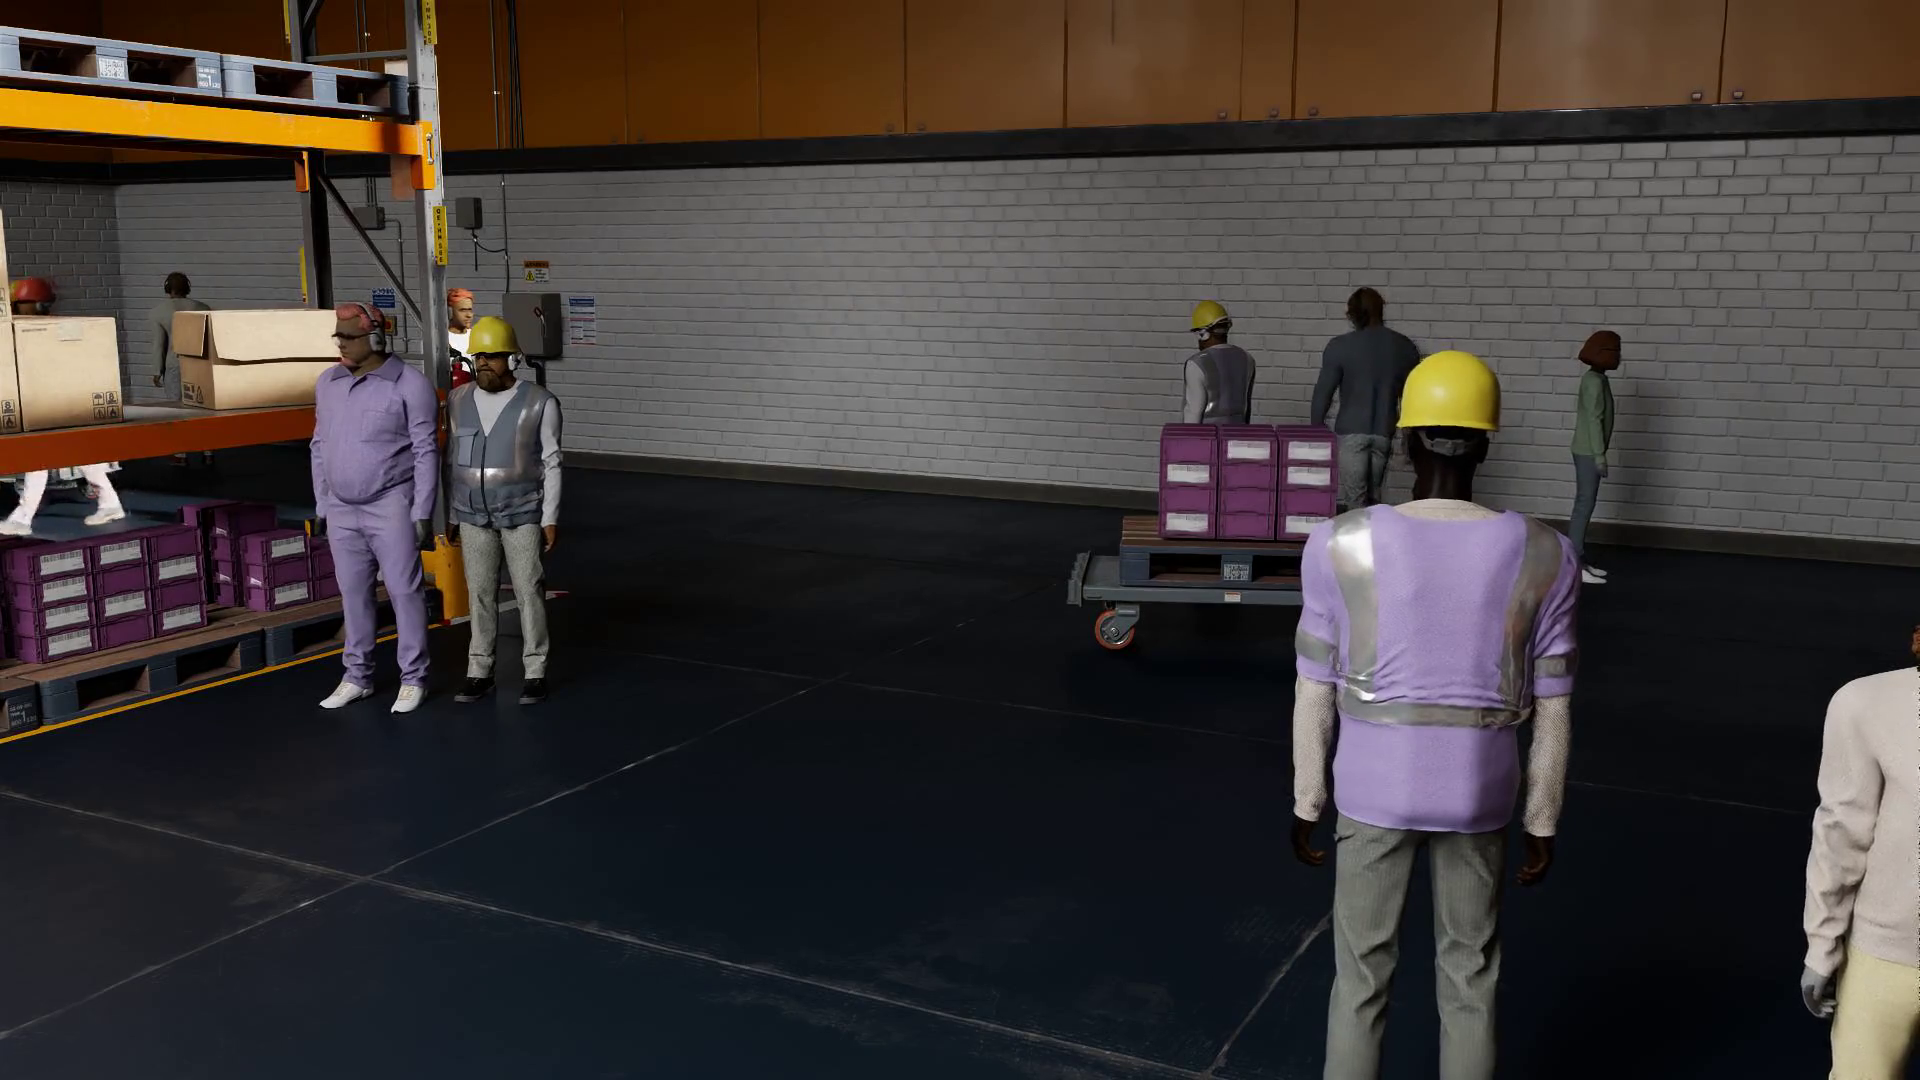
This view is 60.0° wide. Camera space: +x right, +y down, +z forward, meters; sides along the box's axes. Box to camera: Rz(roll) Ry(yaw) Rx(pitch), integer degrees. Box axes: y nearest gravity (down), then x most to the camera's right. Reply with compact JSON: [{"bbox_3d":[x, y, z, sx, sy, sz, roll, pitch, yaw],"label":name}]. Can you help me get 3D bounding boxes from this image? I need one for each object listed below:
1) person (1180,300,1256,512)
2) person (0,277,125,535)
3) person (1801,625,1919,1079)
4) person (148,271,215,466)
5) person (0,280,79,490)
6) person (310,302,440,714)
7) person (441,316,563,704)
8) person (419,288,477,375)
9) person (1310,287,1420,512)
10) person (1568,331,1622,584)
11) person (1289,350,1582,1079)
[{"bbox_3d":[1.622,-0.623,10.712,0.588,1.823,0.403,-8,13,-38],"label":"person"},{"bbox_3d":[-6.957,-1.031,12.736,1.034,1.946,0.603,-9,13,-43],"label":"person"},{"bbox_3d":[1.835,0.796,3.083,0.501,1.629,0.284,4,10,20],"label":"person"},{"bbox_3d":[-7.753,-1.704,16.635,0.627,1.941,0.371,-9,13,-42],"label":"person"},{"bbox_3d":[-8.357,-1.362,14.849,0.890,1.878,0.581,-1,10,-6],"label":"person"},{"bbox_3d":[-2.726,-0.141,7.697,0.636,1.903,0.405,3,10,15],"label":"person"},{"bbox_3d":[-2.167,-0.133,7.846,0.586,1.833,0.403,1,10,6],"label":"person"},{"bbox_3d":[-3.574,-0.859,11.923,0.351,1.880,0.576,7,12,37],"label":"person"},{"bbox_3d":[2.586,-0.685,10.852,0.642,1.898,0.804,-3,10,-14],"label":"person"},{"bbox_3d":[4.108,-0.539,10.798,0.277,1.632,0.501,4,11,22],"label":"person"},{"bbox_3d":[1.024,0.550,3.657,0.590,1.922,0.391,1,10,7],"label":"person"}]
